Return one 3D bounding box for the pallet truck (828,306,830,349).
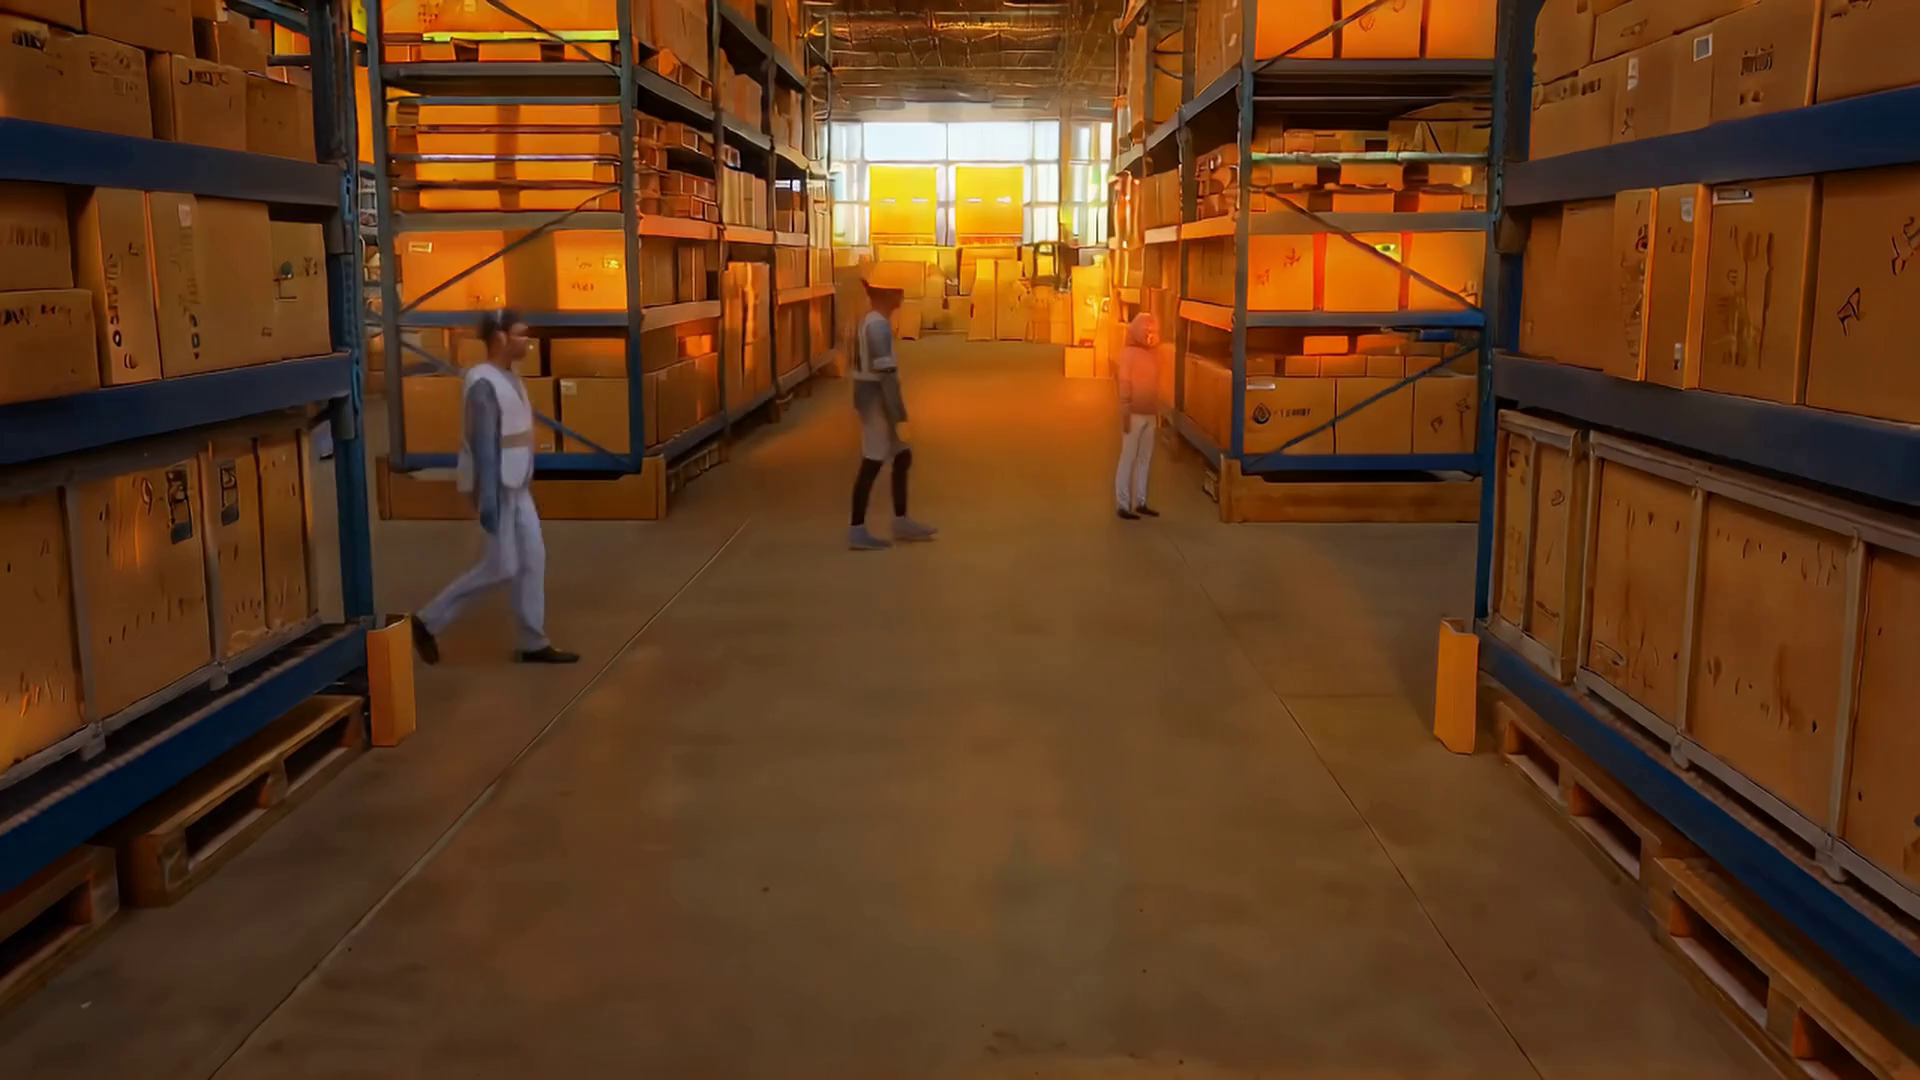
[{"bbox_3d":[-3.100,-3.940,29.800,1.885,1.965,0.823,3,10,19],"label":"pallet truck"}]

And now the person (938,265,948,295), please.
[{"bbox_3d":[-0.768,-9.234,61.762,0.633,1.919,0.738,5,11,29],"label":"person"}]

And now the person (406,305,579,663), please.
[{"bbox_3d":[-2.342,-0.250,8.245,0.734,1.825,0.574,0,9,-1],"label":"person"}]

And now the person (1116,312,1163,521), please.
[{"bbox_3d":[1.426,-0.973,13.116,0.269,1.632,0.505,8,13,41],"label":"person"}]

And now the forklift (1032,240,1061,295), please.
[{"bbox_3d":[3.172,-9.648,61.356,1.129,2.768,1.873,0,9,1],"label":"forklift"}]

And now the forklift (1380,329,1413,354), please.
[{"bbox_3d":[5.443,-3.360,23.691,1.873,2.768,1.129,0,9,1],"label":"forklift"}]

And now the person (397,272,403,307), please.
[{"bbox_3d":[-18.898,-8.118,55.658,0.701,1.720,0.501,0,9,-1],"label":"person"}]

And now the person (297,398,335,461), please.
[{"bbox_3d":[-6.556,-1.721,16.824,0.666,1.889,0.594,1,9,4],"label":"person"}]

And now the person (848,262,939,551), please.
[{"bbox_3d":[-0.434,-0.912,11.599,0.814,2.015,0.652,-1,10,-7],"label":"person"}]

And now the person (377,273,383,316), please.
[{"bbox_3d":[-21.945,-9.431,63.395,0.329,1.765,0.533,7,12,36],"label":"person"}]
